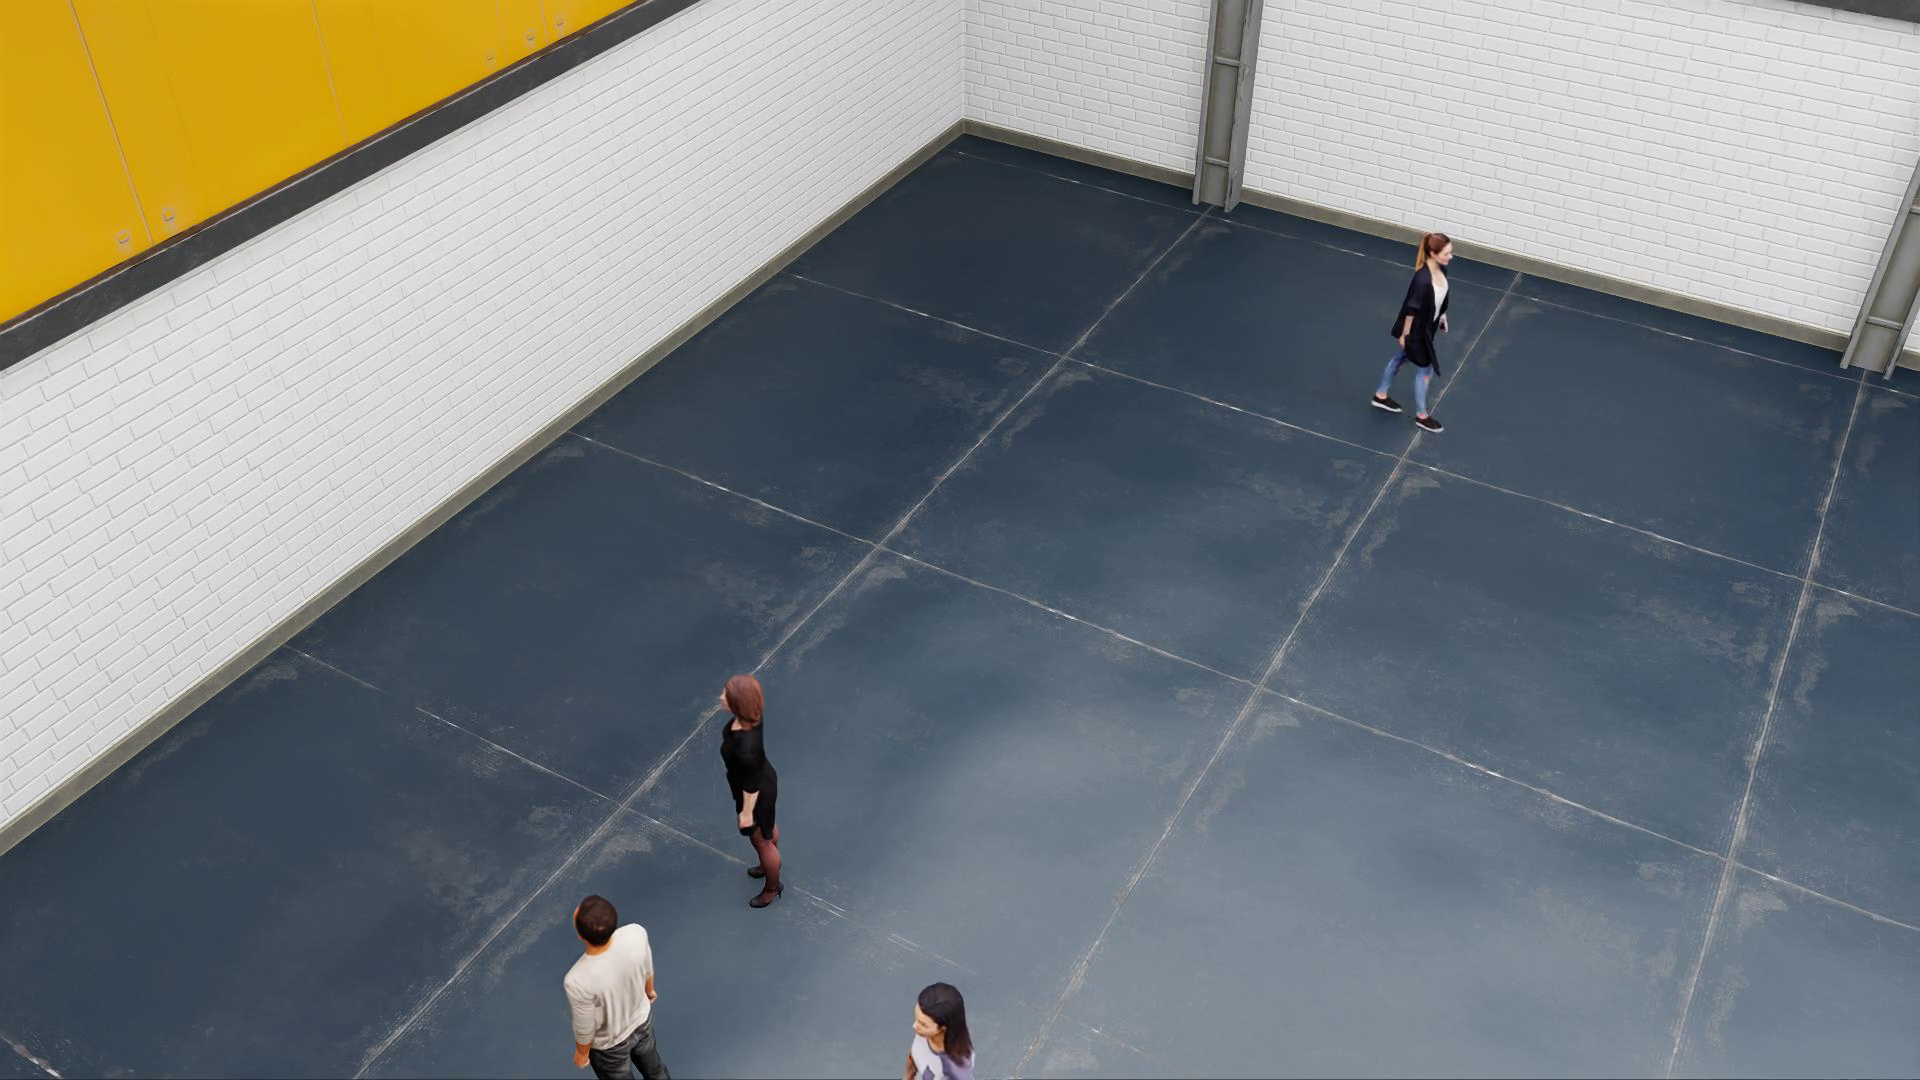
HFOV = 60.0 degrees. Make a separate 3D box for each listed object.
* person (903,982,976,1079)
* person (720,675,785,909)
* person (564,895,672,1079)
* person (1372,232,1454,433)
[{"bbox_3d":[-0.002,2.607,7.721,1.103,1.678,1.145,-15,41,-18],"label":"person"},{"bbox_3d":[-1.137,1.387,9.226,0.677,1.706,0.658,-3,39,-4],"label":"person"},{"bbox_3d":[-1.624,2.323,7.969,0.577,1.812,0.678,25,45,28],"label":"person"},{"bbox_3d":[3.523,-1.694,13.122,0.880,1.659,0.642,21,43,24],"label":"person"}]
